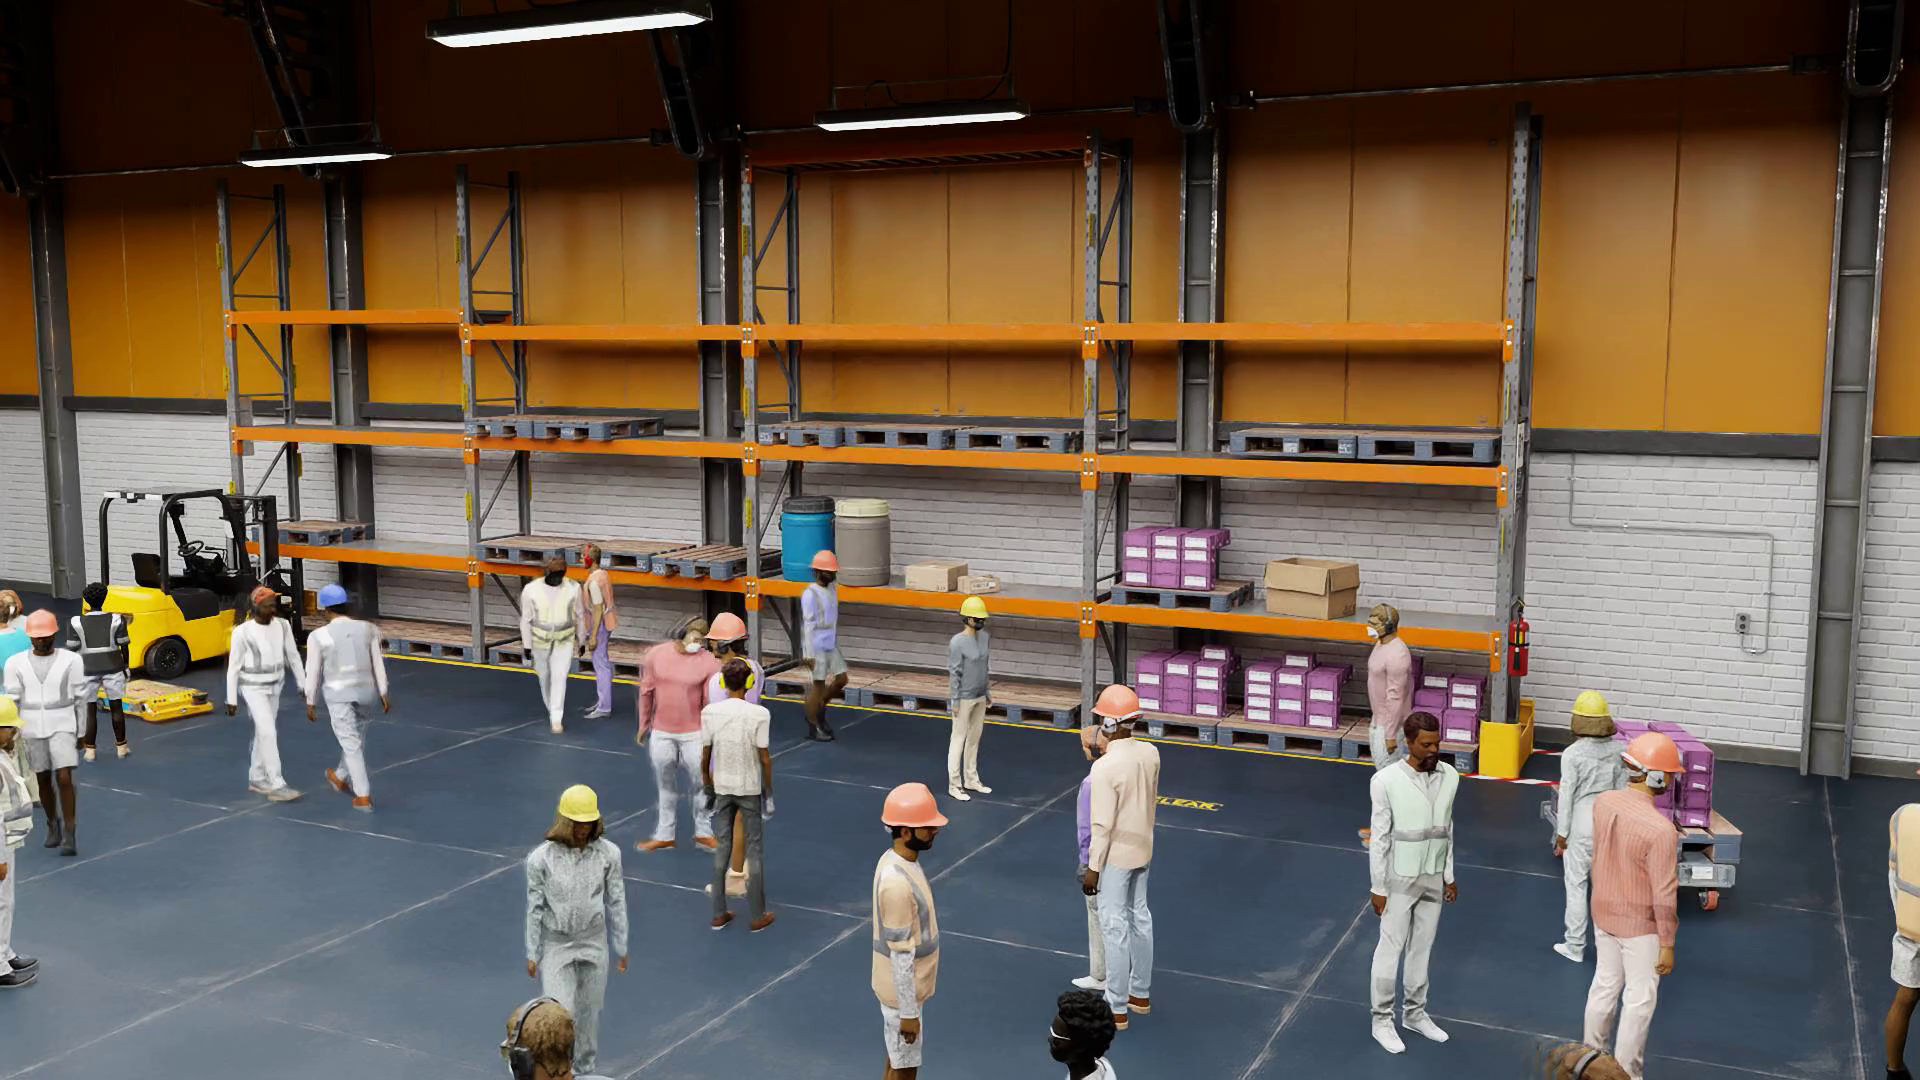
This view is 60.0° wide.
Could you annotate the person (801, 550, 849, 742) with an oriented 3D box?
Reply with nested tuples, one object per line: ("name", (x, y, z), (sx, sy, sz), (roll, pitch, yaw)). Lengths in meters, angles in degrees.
("person", (-1.342, 1.044, 16.411), (0.423, 1.918, 0.574), (3, 8, 27))

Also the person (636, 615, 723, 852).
("person", (-2.173, 1.500, 12.813), (0.739, 1.894, 0.370), (1, 7, 10))

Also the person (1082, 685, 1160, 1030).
("person", (0.923, 1.825, 9.662), (0.379, 1.996, 0.610), (5, 9, 38))

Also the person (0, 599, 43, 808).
("person", (-7.941, 1.392, 13.907), (0.389, 1.837, 0.562), (1, 7, 7))

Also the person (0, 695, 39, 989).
("person", (-5.911, 1.847, 10.215), (0.403, 1.818, 0.606), (-4, 8, -30))

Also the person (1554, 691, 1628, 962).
("person", (4.047, 1.832, 10.696), (0.489, 1.737, 0.321), (-1, 7, -12))

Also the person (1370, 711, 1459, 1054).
("person", (2.547, 1.897, 9.385), (0.596, 1.916, 0.372), (-4, 8, -27))

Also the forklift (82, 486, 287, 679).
("forklift", (-9.426, 0.454, 20.179), (1.214, 2.155, 2.313), (3, 8, 26))

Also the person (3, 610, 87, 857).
("person", (-7.052, 1.489, 12.815), (0.560, 1.903, 0.819), (-2, 7, -18))

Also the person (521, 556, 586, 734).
("person", (-4.170, 1.034, 17.091), (0.648, 1.792, 0.927), (-1, 7, -12))

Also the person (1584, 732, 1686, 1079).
("person", (3.491, 1.964, 8.587), (0.410, 1.982, 0.626), (-2, 7, -14))

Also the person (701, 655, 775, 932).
("person", (-1.505, 1.709, 11.231), (0.517, 1.855, 0.348), (2, 7, 12))

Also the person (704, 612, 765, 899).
("person", (-1.636, 1.532, 11.885), (0.382, 2.045, 0.605), (3, 7, 22))

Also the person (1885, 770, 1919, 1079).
("person", (4.994, 1.993, 8.511), (0.362, 1.938, 0.545), (-1, 7, -8))

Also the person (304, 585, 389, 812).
("person", (-5.289, 1.324, 14.218), (0.996, 1.888, 0.627), (6, 9, 42))

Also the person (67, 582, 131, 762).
("person", (-8.122, 1.241, 15.713), (0.540, 1.696, 0.314), (-4, 8, -28))

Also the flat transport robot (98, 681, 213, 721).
("flat transport robot", (-8.714, 1.698, 17.775), (1.431, 0.197, 0.652), (4, 8, 33))

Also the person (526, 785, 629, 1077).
("person", (-1.955, 2.094, 8.532), (0.506, 1.722, 0.453), (-4, 8, -29))

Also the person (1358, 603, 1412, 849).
("person", (3.346, 1.449, 13.042), (0.376, 1.933, 0.625), (1, 7, 5))

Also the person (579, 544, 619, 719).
("person", (-3.790, 0.957, 17.460), (0.393, 1.842, 0.564), (-1, 7, -6))

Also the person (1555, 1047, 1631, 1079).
("person", (1.977, 2.464, 5.105), (0.552, 1.812, 0.836), (-5, 8, -34))

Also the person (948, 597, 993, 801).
("person", (0.109, 1.363, 14.425), (0.327, 1.767, 0.533), (5, 9, 37))

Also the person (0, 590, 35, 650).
("person", (-8.961, 1.272, 15.716), (0.507, 1.631, 0.266), (-7, 10, -44))

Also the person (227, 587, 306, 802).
("person", (-5.935, 1.327, 14.382), (0.882, 1.846, 0.606), (3, 8, 24))

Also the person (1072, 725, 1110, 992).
("person", (0.875, 1.940, 10.215), (0.317, 1.629, 0.508), (3, 8, 27))

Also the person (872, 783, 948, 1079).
("person", (-0.234, 2.082, 7.774), (0.356, 1.938, 0.543), (0, 7, -3))

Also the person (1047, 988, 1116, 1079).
("person", (0.427, 2.424, 5.930), (0.318, 1.700, 0.535), (1, 7, 10))

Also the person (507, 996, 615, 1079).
("person", (-1.282, 2.392, 5.269), (0.373, 1.930, 0.637), (3, 8, 27))
